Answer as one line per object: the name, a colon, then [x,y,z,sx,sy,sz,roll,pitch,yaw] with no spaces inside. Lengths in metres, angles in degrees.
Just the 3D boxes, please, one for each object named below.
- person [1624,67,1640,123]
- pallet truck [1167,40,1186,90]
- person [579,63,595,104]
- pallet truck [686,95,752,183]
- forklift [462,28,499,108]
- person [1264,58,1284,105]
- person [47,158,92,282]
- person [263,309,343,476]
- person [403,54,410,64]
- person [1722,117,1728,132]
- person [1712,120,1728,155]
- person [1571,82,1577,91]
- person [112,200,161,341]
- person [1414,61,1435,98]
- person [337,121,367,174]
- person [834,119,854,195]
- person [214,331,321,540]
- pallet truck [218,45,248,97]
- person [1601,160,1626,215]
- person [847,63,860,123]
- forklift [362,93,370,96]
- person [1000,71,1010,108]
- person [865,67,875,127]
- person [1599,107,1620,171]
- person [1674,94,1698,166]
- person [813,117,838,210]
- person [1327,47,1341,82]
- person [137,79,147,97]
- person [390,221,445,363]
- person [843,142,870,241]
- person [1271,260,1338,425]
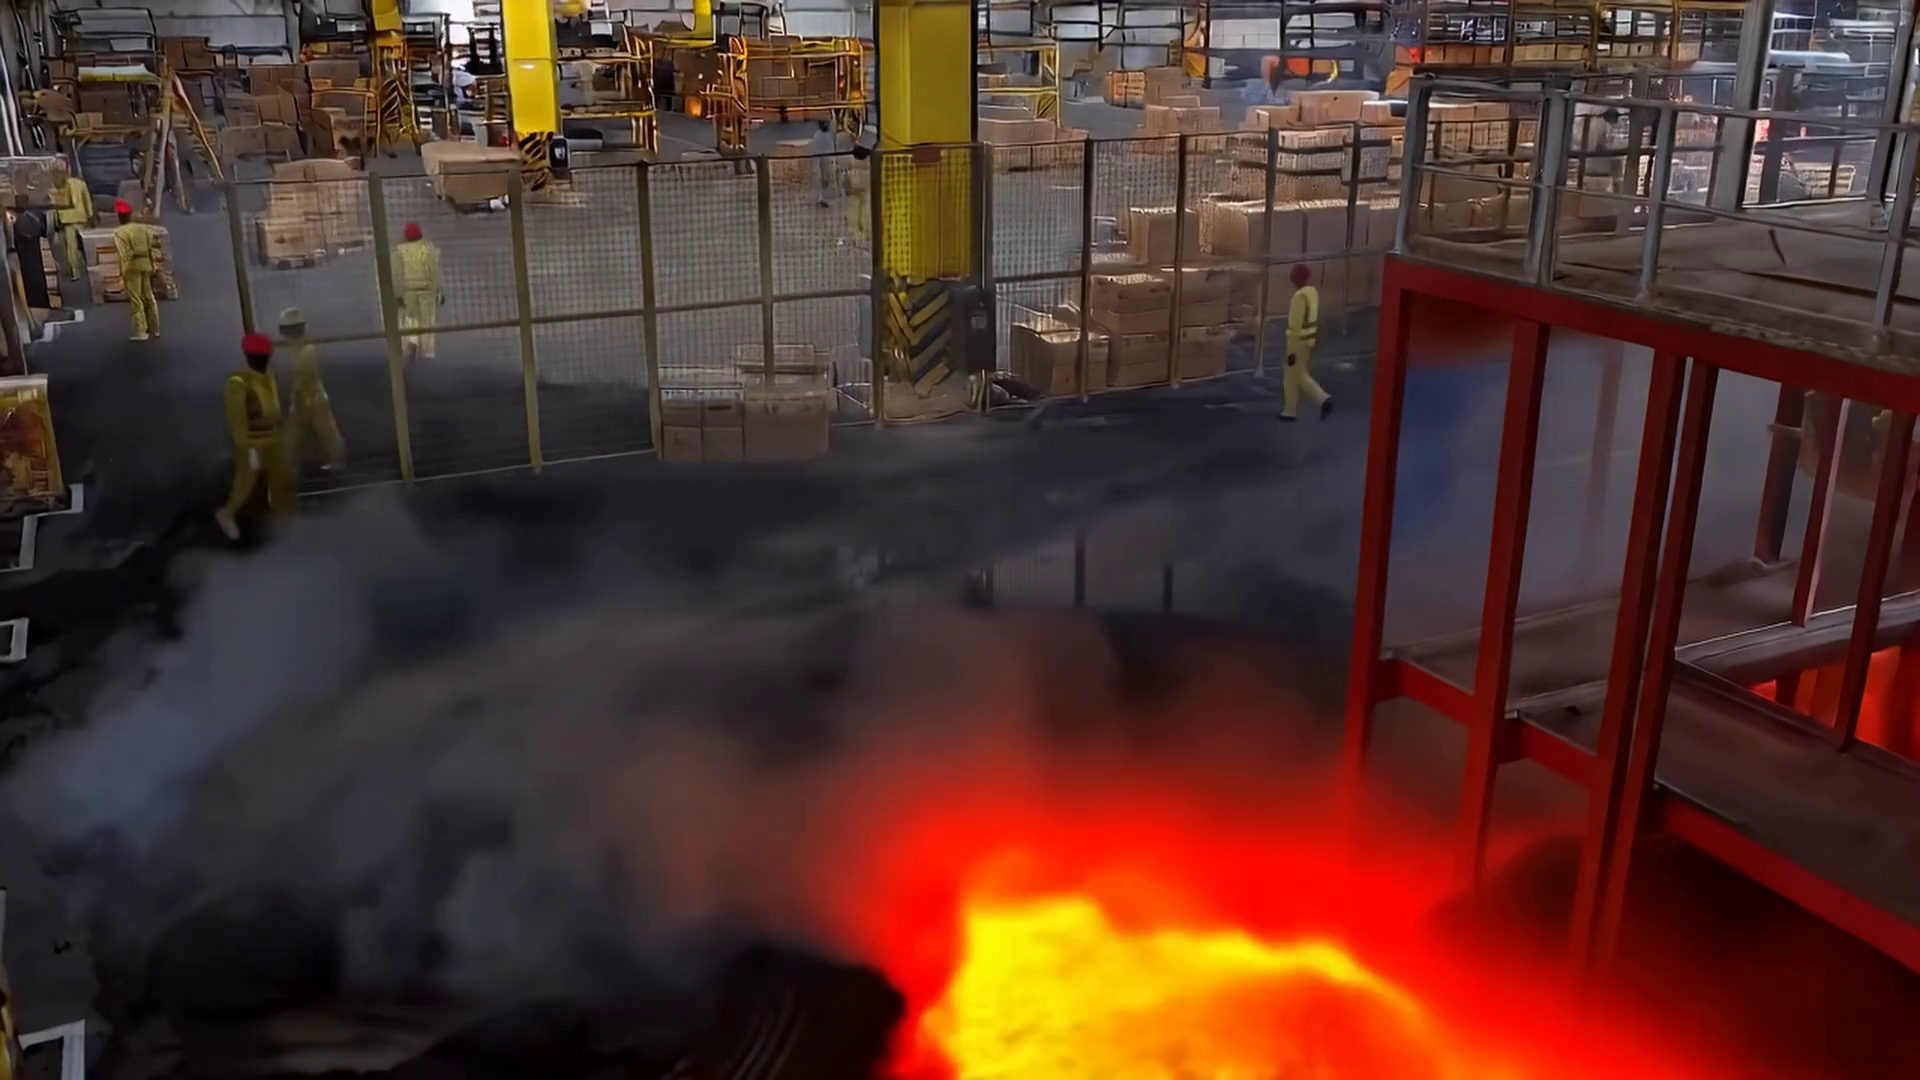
person: [22.147,-14.604,54.618,0.466,1.810,0.588,-13,23,-32]
pallet truck: [9.045,-19.971,69.895,0.823,1.965,1.885,-3,19,-8]
person: [-13.834,-17.017,61.508,0.645,1.903,0.904,-13,23,-34]
pallet truck: [-5.836,-9.608,39.856,0.823,1.965,1.885,10,22,27]
forklift: [-17.229,-17.133,60.337,1.129,2.768,1.873,4,19,12]
person: [10.921,-15.729,57.703,1.052,1.946,0.618,11,22,29]
person: [-14.478,-5.216,27.125,0.611,1.997,0.375,-18,26,-42]
person: [-6.646,-1.456,16.645,0.501,1.700,0.875,14,24,36]
person: [-20.468,-16.922,61.199,0.663,1.911,0.385,-15,24,-37]
person: [20.706,-11.045,44.660,0.826,1.575,0.523,-5,20,-14]
person: [16.784,-8.380,36.676,0.542,1.754,0.415,-3,19,-8]
person: [17.904,-12.600,48.706,0.895,1.884,0.597,15,24,36]
person: [-11.330,-3.697,22.837,0.373,1.921,0.585,7,20,20]
person: [14.974,-14.474,53.895,0.684,2.000,0.535,-1,19,-3]
person: [-12.521,-7.681,34.408,0.631,1.914,0.563,-16,25,-39]
person: [-2.597,-8.631,37.493,0.532,1.689,0.321,10,21,26]
person: [-6.273,-0.912,14.781,0.898,1.917,0.615,6,20,17]
pallet truck: [-28.879,-18.665,66.111,0.823,1.965,1.885,-3,19,-9]
person: [11.270,-5.576,28.444,0.918,1.807,0.547,18,26,41]
person: [-3.512,-14.686,54.704,0.407,1.918,0.584,3,19,7]
forklift: [-22.706,-18.950,65.602,1.129,2.768,1.873,14,23,35]
person: [1.552,-14.873,55.671,0.536,1.617,0.518,-5,20,-14]
person: [-2.812,-14.258,53.526,0.576,1.877,0.348,16,24,38]
person: [14.863,-8.907,37.956,0.619,1.904,0.538,-16,25,-39]
person: [17.883,-10.007,41.095,0.550,1.942,0.346,2,19,5]
person: [-2.833,-7.956,35.173,0.424,1.923,0.640,15,24,37]
person: [15.261,-19.174,67.837,0.439,1.827,0.639,-9,21,-24]
person: [-25.195,-13.420,51.462,0.514,1.634,0.313,8,21,23]
person: [-7.004,-3.207,21.565,0.617,1.821,0.458,-3,19,-9]
person: [-1.946,-6.528,31.205,0.646,1.808,0.845,13,23,33]
person: [3.854,-2.168,18.486,0.625,1.871,0.582,11,22,30]
